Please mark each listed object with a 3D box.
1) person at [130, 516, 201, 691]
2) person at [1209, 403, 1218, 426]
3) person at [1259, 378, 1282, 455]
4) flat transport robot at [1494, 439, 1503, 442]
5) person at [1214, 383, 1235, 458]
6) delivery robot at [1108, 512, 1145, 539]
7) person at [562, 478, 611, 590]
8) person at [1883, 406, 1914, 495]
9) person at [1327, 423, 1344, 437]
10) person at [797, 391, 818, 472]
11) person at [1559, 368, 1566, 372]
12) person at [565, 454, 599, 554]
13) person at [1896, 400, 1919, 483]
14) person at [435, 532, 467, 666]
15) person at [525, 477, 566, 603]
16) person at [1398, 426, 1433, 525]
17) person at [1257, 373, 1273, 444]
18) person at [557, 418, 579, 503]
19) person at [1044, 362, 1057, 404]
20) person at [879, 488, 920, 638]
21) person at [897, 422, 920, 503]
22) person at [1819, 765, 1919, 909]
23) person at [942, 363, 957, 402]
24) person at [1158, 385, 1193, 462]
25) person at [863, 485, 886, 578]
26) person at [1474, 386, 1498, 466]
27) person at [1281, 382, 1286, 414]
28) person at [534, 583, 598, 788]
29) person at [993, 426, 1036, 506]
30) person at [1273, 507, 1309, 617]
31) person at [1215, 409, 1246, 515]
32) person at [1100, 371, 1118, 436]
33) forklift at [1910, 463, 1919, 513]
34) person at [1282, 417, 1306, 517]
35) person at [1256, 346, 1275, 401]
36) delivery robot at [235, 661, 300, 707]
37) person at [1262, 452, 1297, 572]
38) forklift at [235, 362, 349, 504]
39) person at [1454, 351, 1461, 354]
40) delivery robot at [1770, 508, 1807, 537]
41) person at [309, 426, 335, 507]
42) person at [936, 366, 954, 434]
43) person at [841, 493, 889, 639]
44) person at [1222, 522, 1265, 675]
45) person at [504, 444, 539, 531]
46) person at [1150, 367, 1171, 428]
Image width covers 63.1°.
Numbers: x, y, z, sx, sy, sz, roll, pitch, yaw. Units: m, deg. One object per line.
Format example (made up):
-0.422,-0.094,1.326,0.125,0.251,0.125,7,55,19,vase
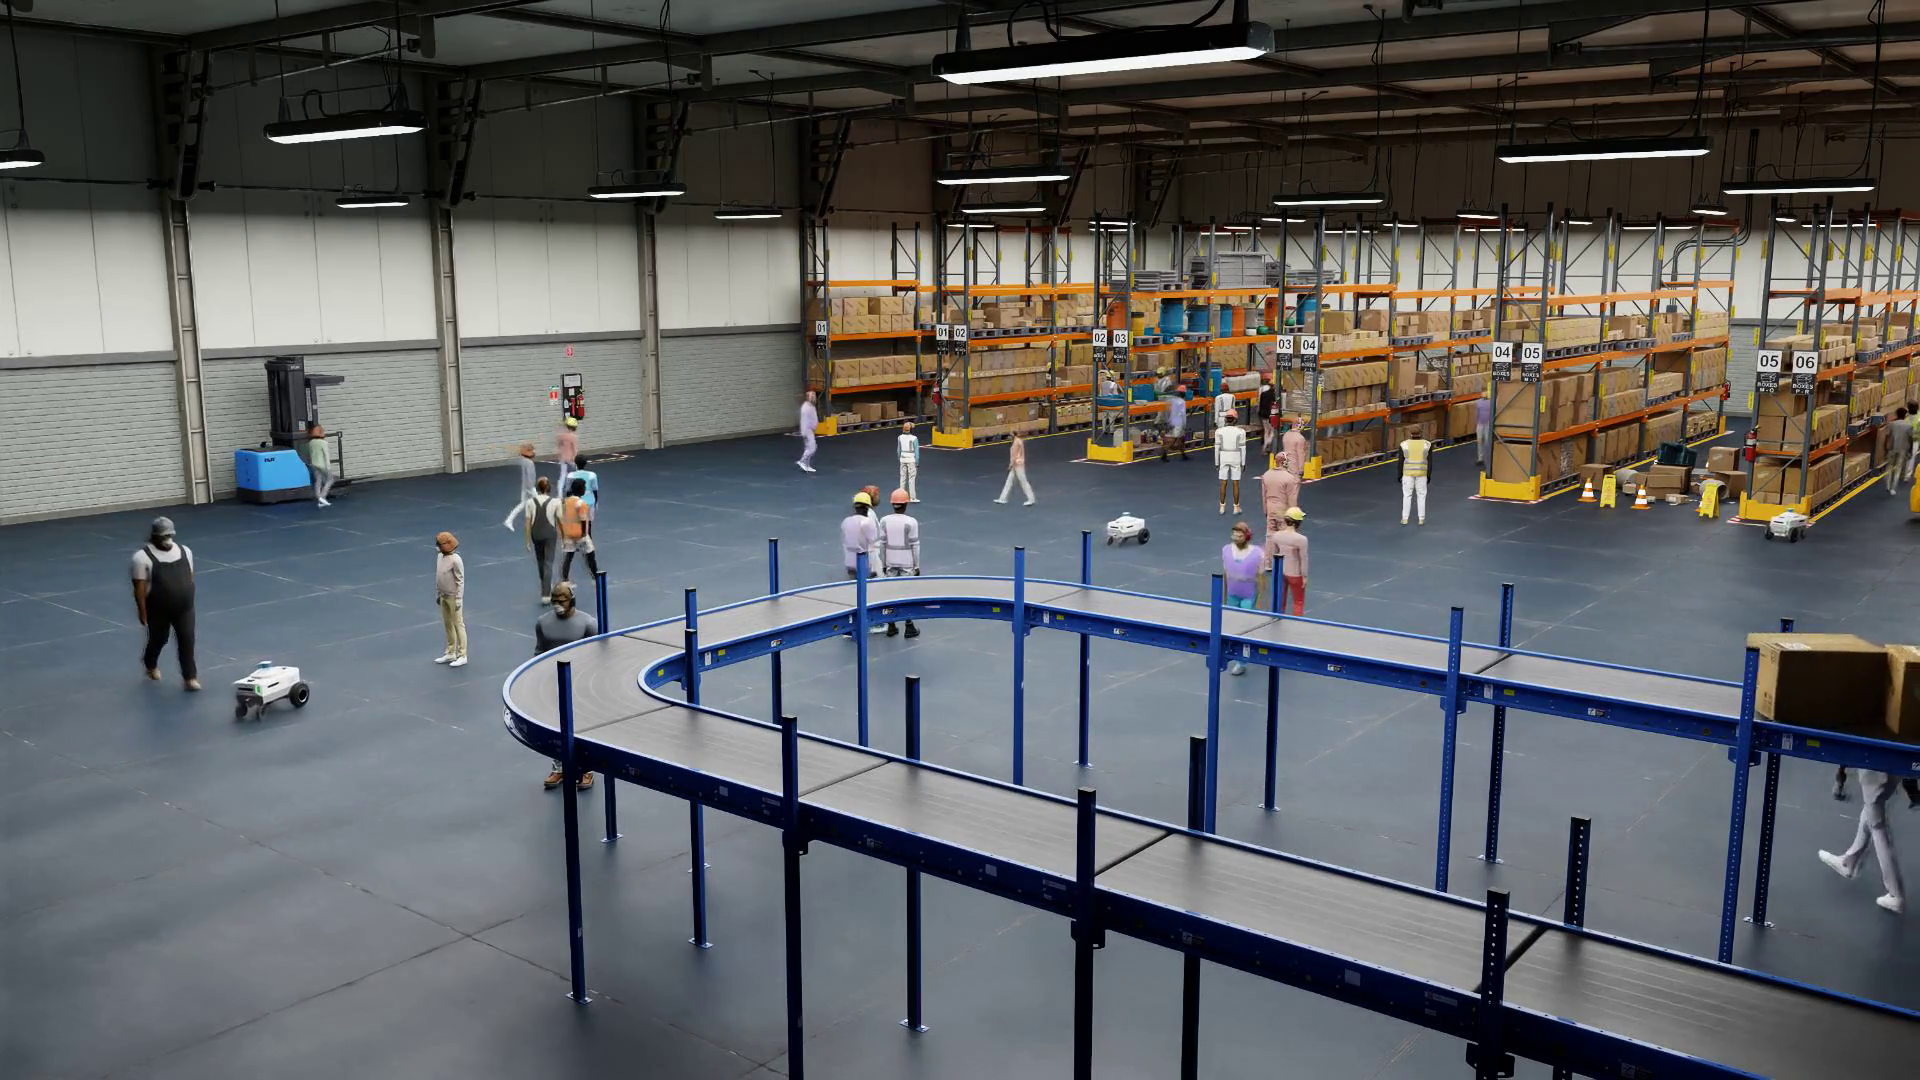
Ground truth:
-9.093,0.702,17.891,0.888,2.000,0.686,9,13,40,person
7.523,-4.283,46.422,0.547,1.839,0.805,5,11,24,person
7.812,-3.117,39.486,0.637,1.971,0.619,6,12,31,person
14.693,-2.705,42.043,0.652,0.197,1.431,8,13,37,flat transport robot
6.577,-2.978,38.929,0.574,1.881,0.358,-4,11,-24,person
2.878,-0.234,27.078,0.477,0.478,0.707,9,14,42,delivery robot
-5.619,-0.095,23.319,0.551,1.659,0.843,8,13,39,person
19.748,-1.886,32.897,0.496,1.839,0.778,9,14,42,person
9.754,-3.257,40.485,0.606,1.888,0.903,6,12,31,person
-3.478,-2.503,36.236,0.434,1.891,0.662,1,10,6,person
18.485,-4.459,47.998,0.521,1.619,0.450,-3,11,-17,person
-6.296,-0.601,26.106,0.539,1.686,0.360,-2,10,-13,person
21.159,-2.220,34.857,0.629,1.818,0.844,8,13,39,person
-6.171,0.703,18.910,0.499,1.633,0.279,9,13,40,person
-5.964,-0.013,22.515,0.527,1.796,0.979,0,10,-2,person
8.458,-1.209,29.107,0.621,1.838,0.429,2,10,12,person
8.316,-3.529,42.039,0.539,1.870,1.035,8,13,37,person
-7.868,-1.615,31.709,0.537,1.717,0.902,6,12,31,person
2.742,-4.478,47.506,0.403,1.835,0.588,-8,13,-38,person
-0.773,0.299,20.351,0.550,1.943,0.391,4,11,20,person
-1.040,-1.570,31.686,0.524,1.639,0.306,7,12,35,person
7.014,1.846,11.981,0.556,1.815,0.995,-2,10,-9,person
-0.371,-4.241,45.912,0.555,1.920,0.430,6,12,31,person
5.261,-2.837,38.118,0.890,1.903,0.576,-3,11,-17,person
-1.147,0.191,21.116,0.479,1.871,0.592,-2,10,-9,person
12.628,-2.749,37.539,0.508,1.917,0.641,-9,13,-40,person
8.468,-3.288,41.028,0.524,1.760,0.327,7,12,35,person
-3.625,1.338,14.480,0.635,1.936,0.354,2,10,9,person
1.130,-1.480,31.306,0.860,1.596,0.523,0,10,2,person
4.231,0.449,20.006,0.529,1.760,0.329,10,14,44,person
5.230,-1.513,30.260,0.604,2.034,0.386,3,11,18,person
4.195,-3.836,43.899,0.592,1.832,0.404,9,14,42,person
19.034,-1.348,28.998,2.313,2.155,1.214,8,13,37,forklift
6.454,-1.411,30.072,0.404,1.900,0.637,-4,11,-20,person
10.794,-5.792,54.617,1.043,1.942,0.644,9,14,42,person
-7.515,1.560,16.980,0.477,0.478,0.707,3,10,15,delivery robot
5.031,-0.432,24.527,0.410,1.909,0.642,-7,13,-36,person
-13.803,-2.244,32.110,1.129,2.768,1.873,8,13,37,forklift
16.348,-5.264,51.617,0.641,1.936,0.818,7,12,34,person
14.583,-0.313,27.522,0.707,0.478,0.477,-7,12,-35,delivery robot
-12.697,-1.467,31.132,0.529,1.617,0.348,5,11,25,person
-0.412,-3.937,44.168,0.632,1.940,0.372,5,11,27,person
-1.223,0.328,20.343,0.669,1.867,0.844,8,13,38,person
3.375,0.668,18.580,0.562,1.822,0.536,8,13,38,person
-7.866,-0.945,28.290,0.777,1.608,0.509,-6,12,-32,person
5.926,-4.202,46.119,0.946,1.780,0.612,-8,13,-38,person
